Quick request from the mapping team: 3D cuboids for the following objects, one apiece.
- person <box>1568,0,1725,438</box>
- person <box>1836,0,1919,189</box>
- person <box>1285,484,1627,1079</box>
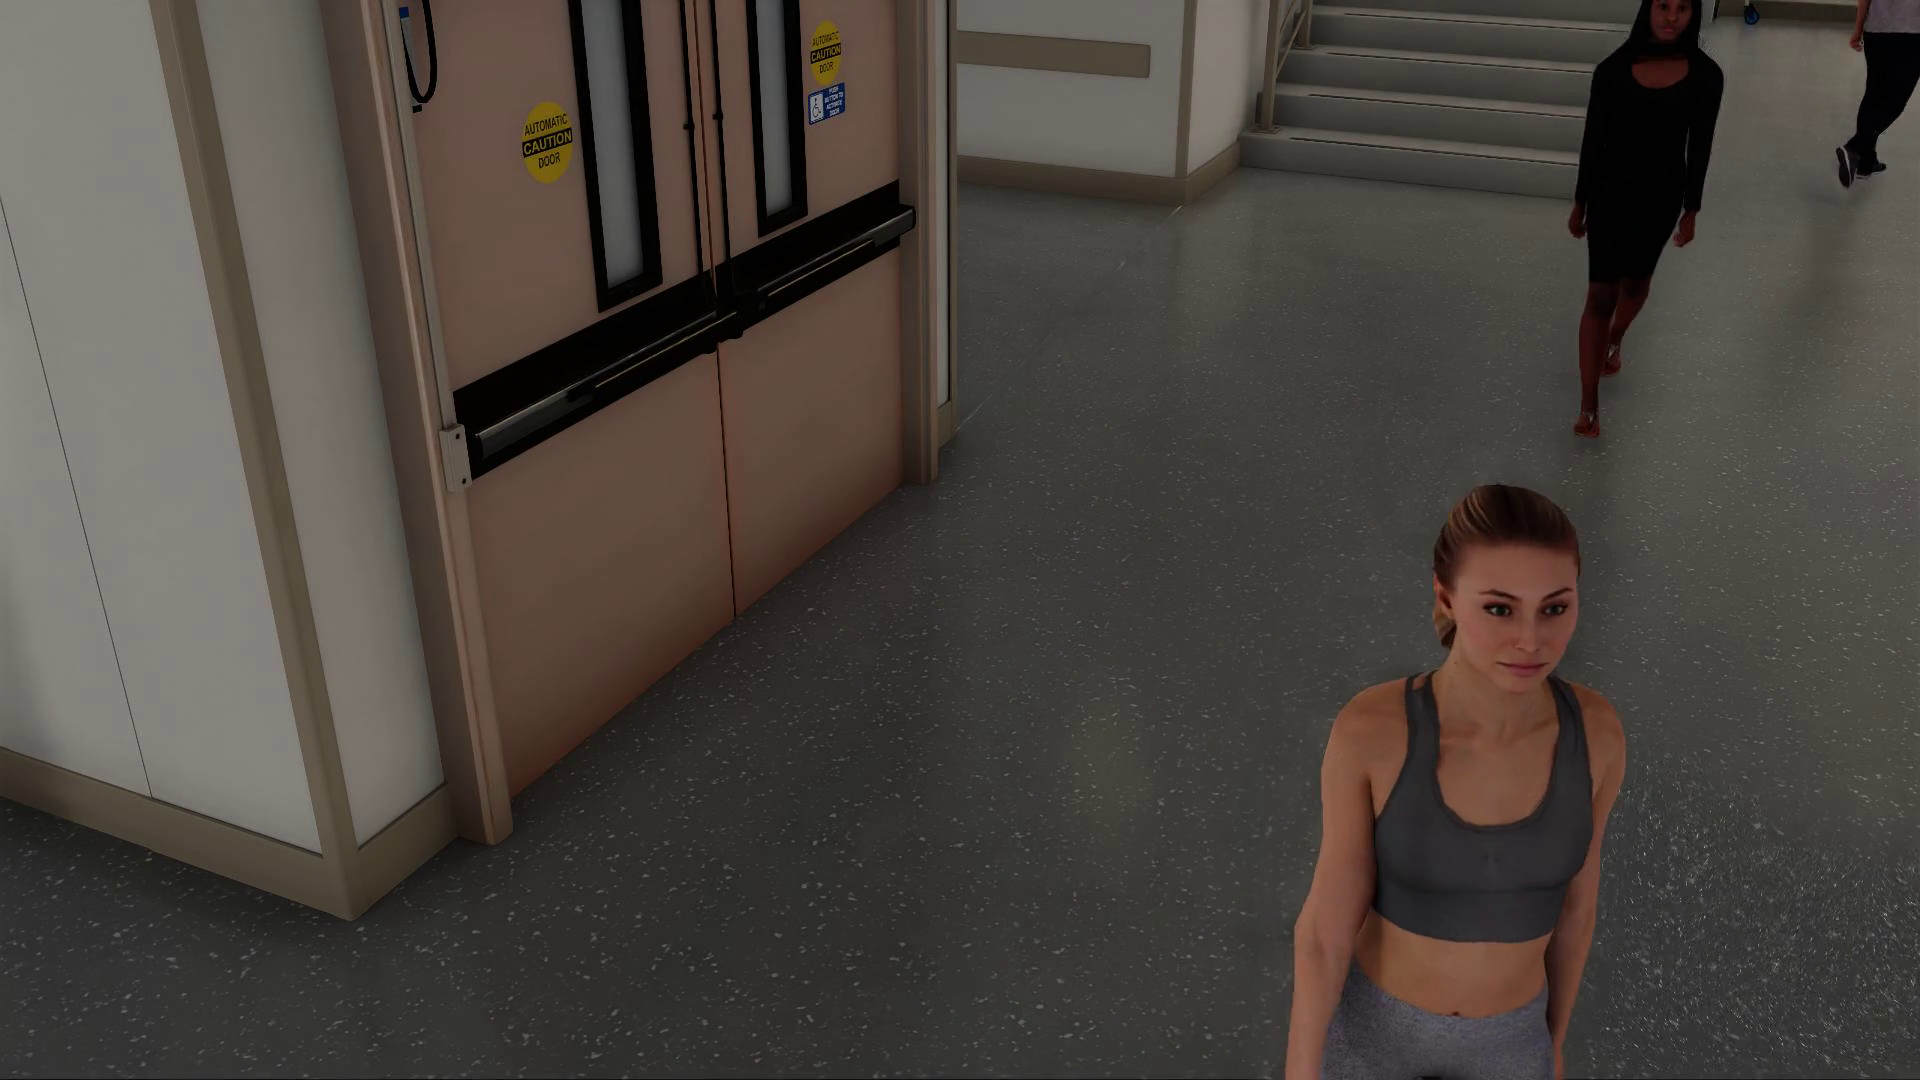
[{"bbox_3d":[2.626,-1.298,6.461,0.709,1.680,1.213,8,27,16],"label":"person"},{"bbox_3d":[5.467,-2.982,9.792,1.190,1.821,1.000,-17,31,-32],"label":"person"},{"bbox_3d":[0.639,0.678,2.385,0.880,1.661,1.163,0,26,0],"label":"person"}]
